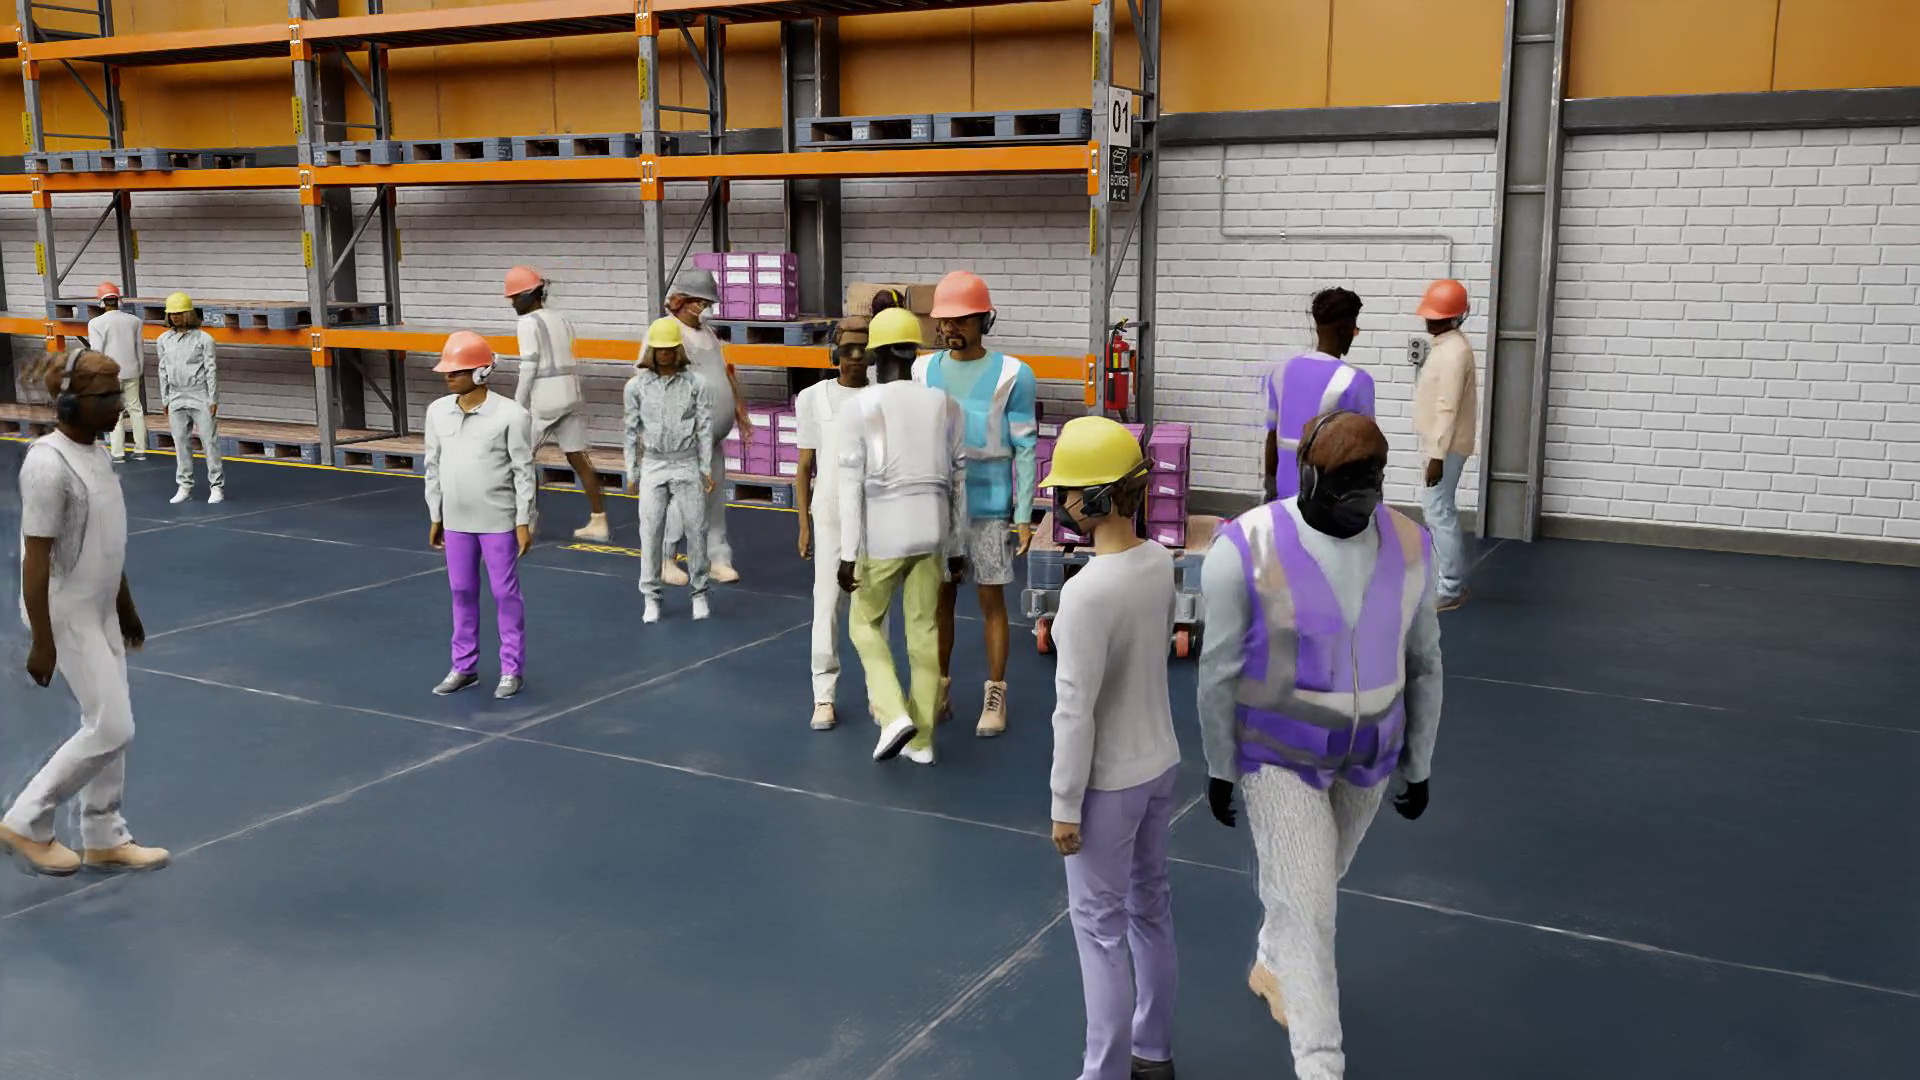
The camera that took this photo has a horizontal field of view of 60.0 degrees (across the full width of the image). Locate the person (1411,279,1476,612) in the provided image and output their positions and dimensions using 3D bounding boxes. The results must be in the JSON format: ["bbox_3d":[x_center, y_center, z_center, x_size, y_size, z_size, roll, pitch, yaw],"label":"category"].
[{"bbox_3d":[2.804,-0.543,9.720,0.376,1.956,0.729,2,11,11],"label":"person"}]

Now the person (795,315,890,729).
[{"bbox_3d":[-0.475,-0.075,7.418,0.508,1.847,0.345,-2,11,-11],"label":"person"}]

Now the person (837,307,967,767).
[{"bbox_3d":[-0.255,0.021,6.905,0.619,1.842,0.517,-5,12,-27],"label":"person"}]

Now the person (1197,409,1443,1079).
[{"bbox_3d":[0.922,0.542,4.257,0.631,1.782,0.989,-3,11,-15],"label":"person"}]

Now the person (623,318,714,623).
[{"bbox_3d":[-1.660,-0.394,9.473,0.508,1.733,0.336,-3,11,-16],"label":"person"}]

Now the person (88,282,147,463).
[{"bbox_3d":[-8.206,-1.629,16.198,0.323,1.749,0.559,6,12,28],"label":"person"}]

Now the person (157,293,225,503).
[{"bbox_3d":[-6.329,-1.154,13.652,0.484,1.736,0.342,1,10,3],"label":"person"}]

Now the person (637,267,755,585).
[{"bbox_3d":[-1.638,-0.732,10.486,0.631,2.000,0.727,3,11,17],"label":"person"}]

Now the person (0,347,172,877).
[{"bbox_3d":[-2.959,0.271,5.568,0.447,1.825,0.552,-2,11,-11],"label":"person"}]

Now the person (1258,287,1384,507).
[{"bbox_3d":[1.826,-0.252,8.105,0.700,1.941,0.643,-7,12,-32],"label":"person"}]

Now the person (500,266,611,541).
[{"bbox_3d":[-2.978,-0.950,11.890,0.944,1.971,0.623,3,11,16],"label":"person"}]

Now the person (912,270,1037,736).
[{"bbox_3d":[0.021,-0.146,7.268,0.615,2.040,0.391,3,11,18],"label":"person"}]

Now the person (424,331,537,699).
[{"bbox_3d":[-2.288,-0.113,7.891,0.565,1.748,0.339,3,11,16],"label":"person"}]

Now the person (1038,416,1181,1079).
[{"bbox_3d":[0.357,0.574,4.109,0.342,1.761,0.526,6,12,31],"label":"person"}]
